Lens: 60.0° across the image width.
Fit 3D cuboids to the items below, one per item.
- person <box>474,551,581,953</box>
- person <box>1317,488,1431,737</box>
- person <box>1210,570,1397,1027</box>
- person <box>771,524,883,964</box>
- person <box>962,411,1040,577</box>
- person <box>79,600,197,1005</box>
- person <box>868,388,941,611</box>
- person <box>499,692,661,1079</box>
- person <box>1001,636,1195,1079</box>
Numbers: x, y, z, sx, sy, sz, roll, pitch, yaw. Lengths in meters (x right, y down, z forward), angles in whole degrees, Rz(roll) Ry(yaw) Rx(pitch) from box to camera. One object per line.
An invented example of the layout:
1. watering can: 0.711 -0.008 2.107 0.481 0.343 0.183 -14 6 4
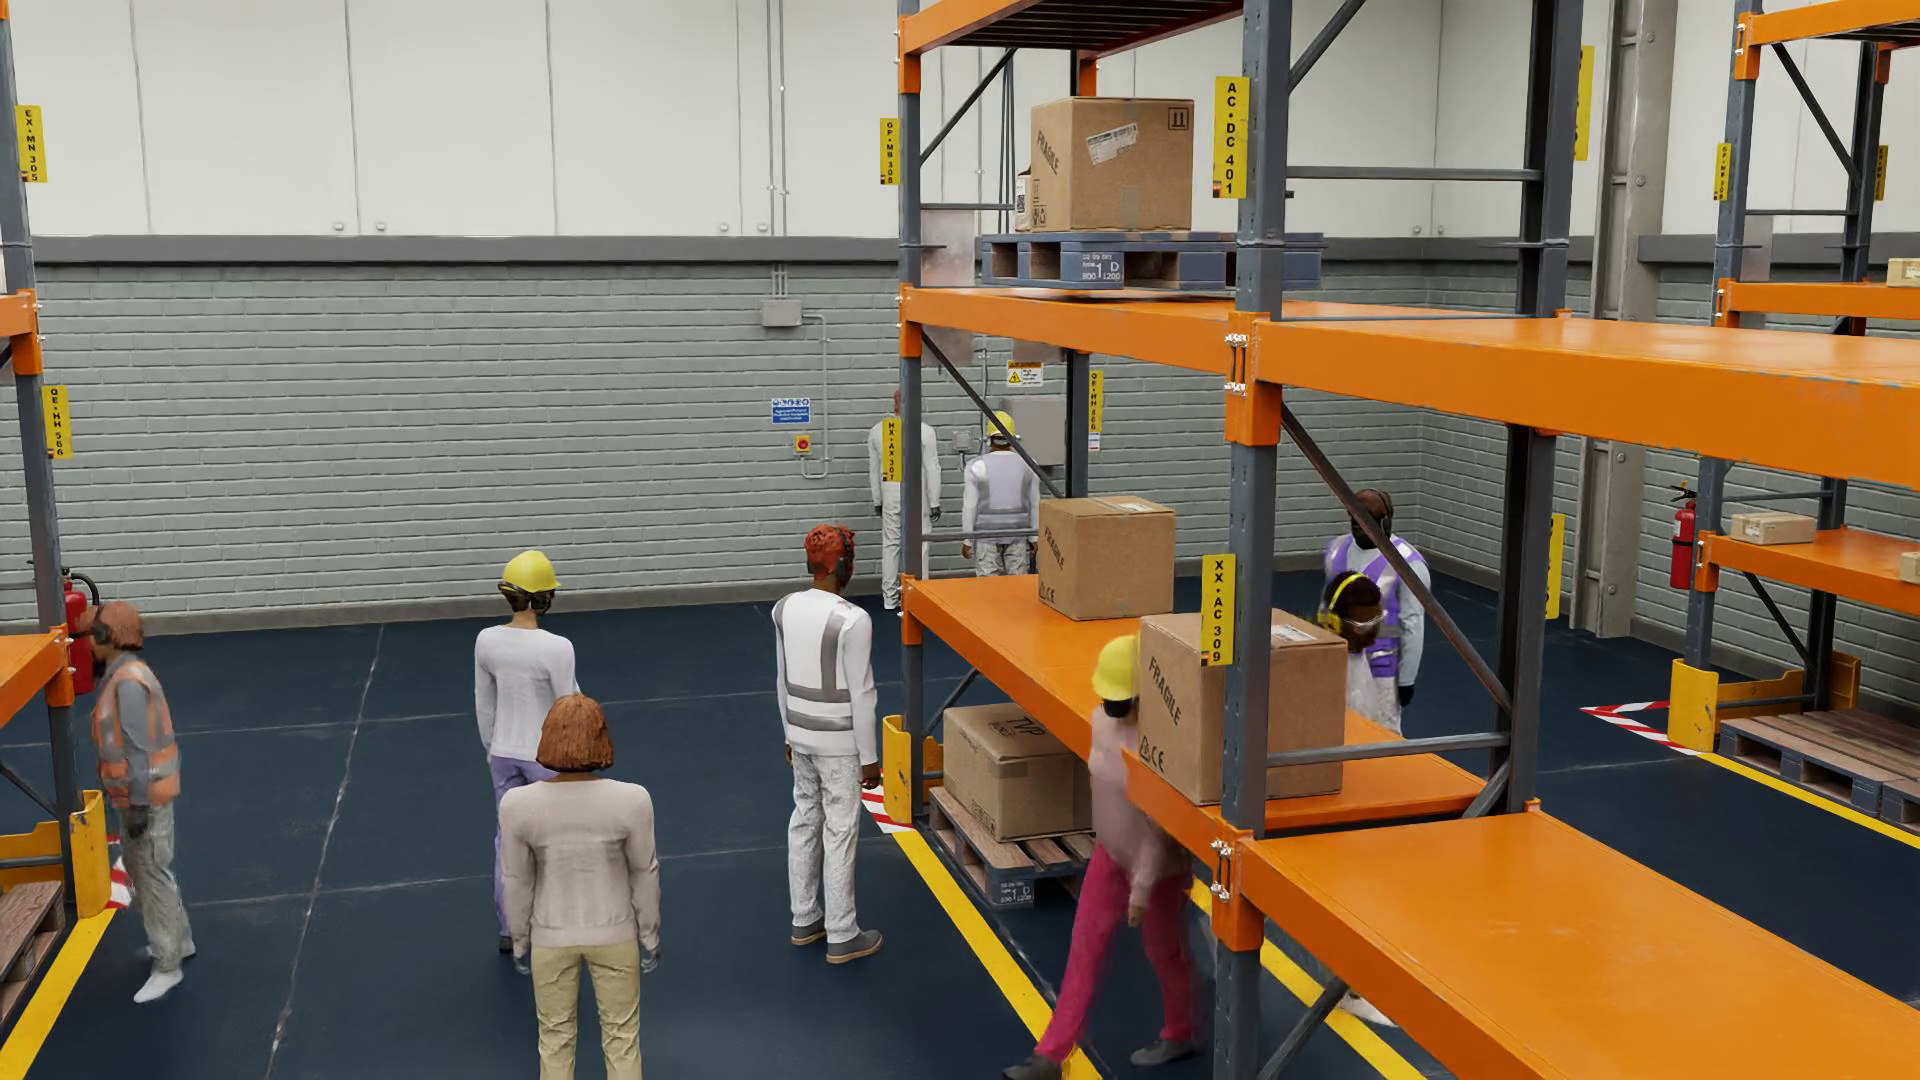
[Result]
1. person: -1.815 0.920 7.112 0.533 1.768 0.310 4 11 24
2. person: 2.077 0.641 8.523 0.429 1.837 0.627 -7 12 -36
3. person: 1.393 0.993 6.526 0.776 1.836 0.542 4 11 24
4. person: -0.563 0.863 7.124 0.575 1.880 0.358 10 14 44
5. person: 0.300 -0.041 12.396 0.601 1.830 0.404 -2 10 -13
6. person: -3.347 1.050 6.799 0.331 1.618 0.605 -6 12 -32
7. person: -0.435 -0.333 13.871 0.638 1.903 0.408 5 11 25
8. person: -1.210 1.293 5.366 0.497 1.633 0.285 -1 10 -5
9. person: 0.556 1.157 5.914 0.890 1.702 0.570 -6 12 -31
